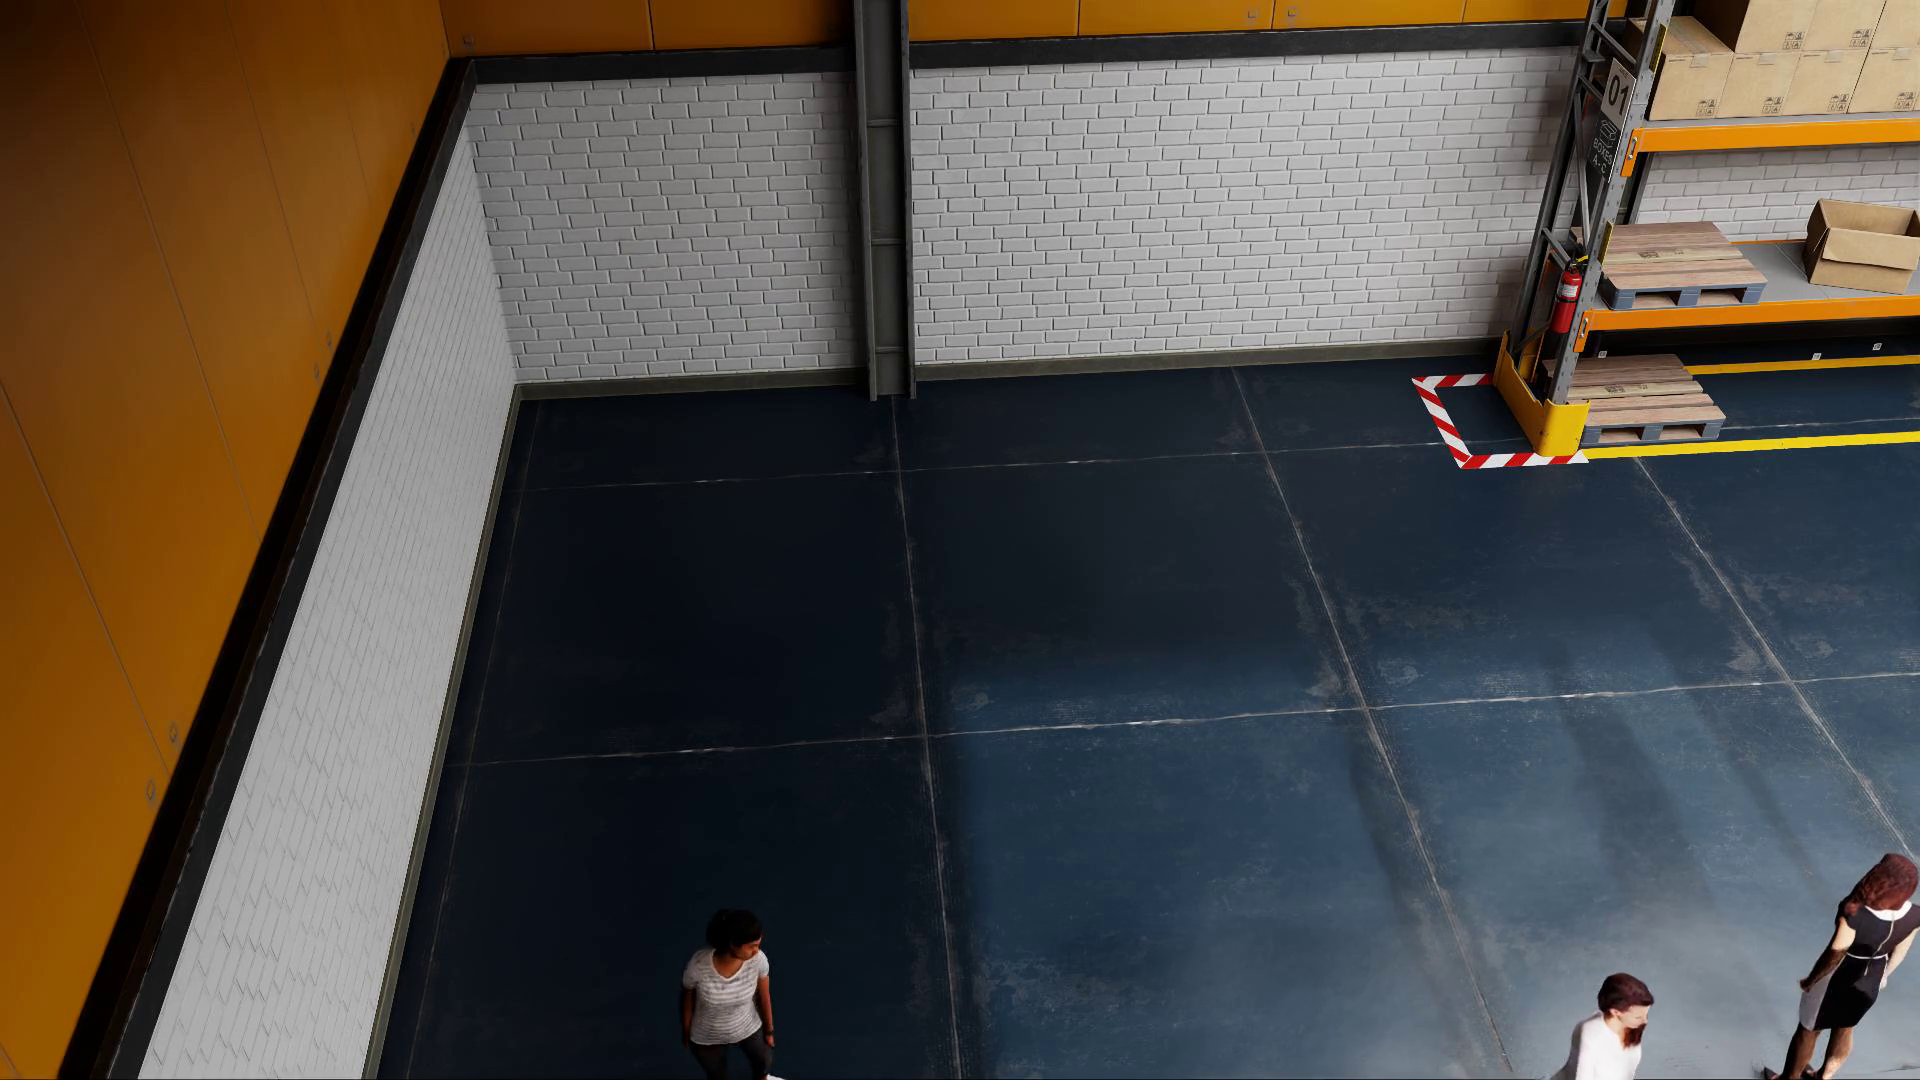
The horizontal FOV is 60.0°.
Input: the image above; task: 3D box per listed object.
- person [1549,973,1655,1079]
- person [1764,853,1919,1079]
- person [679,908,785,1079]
[{"bbox_3d":[2.909,2.620,8.011,0.666,1.784,0.772,-22,43,-25],"label":"person"},{"bbox_3d":[4.504,2.252,8.463,0.439,1.796,0.651,-1,39,-2],"label":"person"},{"bbox_3d":[-1.216,2.442,8.372,0.545,1.611,0.779,1,39,2],"label":"person"}]
